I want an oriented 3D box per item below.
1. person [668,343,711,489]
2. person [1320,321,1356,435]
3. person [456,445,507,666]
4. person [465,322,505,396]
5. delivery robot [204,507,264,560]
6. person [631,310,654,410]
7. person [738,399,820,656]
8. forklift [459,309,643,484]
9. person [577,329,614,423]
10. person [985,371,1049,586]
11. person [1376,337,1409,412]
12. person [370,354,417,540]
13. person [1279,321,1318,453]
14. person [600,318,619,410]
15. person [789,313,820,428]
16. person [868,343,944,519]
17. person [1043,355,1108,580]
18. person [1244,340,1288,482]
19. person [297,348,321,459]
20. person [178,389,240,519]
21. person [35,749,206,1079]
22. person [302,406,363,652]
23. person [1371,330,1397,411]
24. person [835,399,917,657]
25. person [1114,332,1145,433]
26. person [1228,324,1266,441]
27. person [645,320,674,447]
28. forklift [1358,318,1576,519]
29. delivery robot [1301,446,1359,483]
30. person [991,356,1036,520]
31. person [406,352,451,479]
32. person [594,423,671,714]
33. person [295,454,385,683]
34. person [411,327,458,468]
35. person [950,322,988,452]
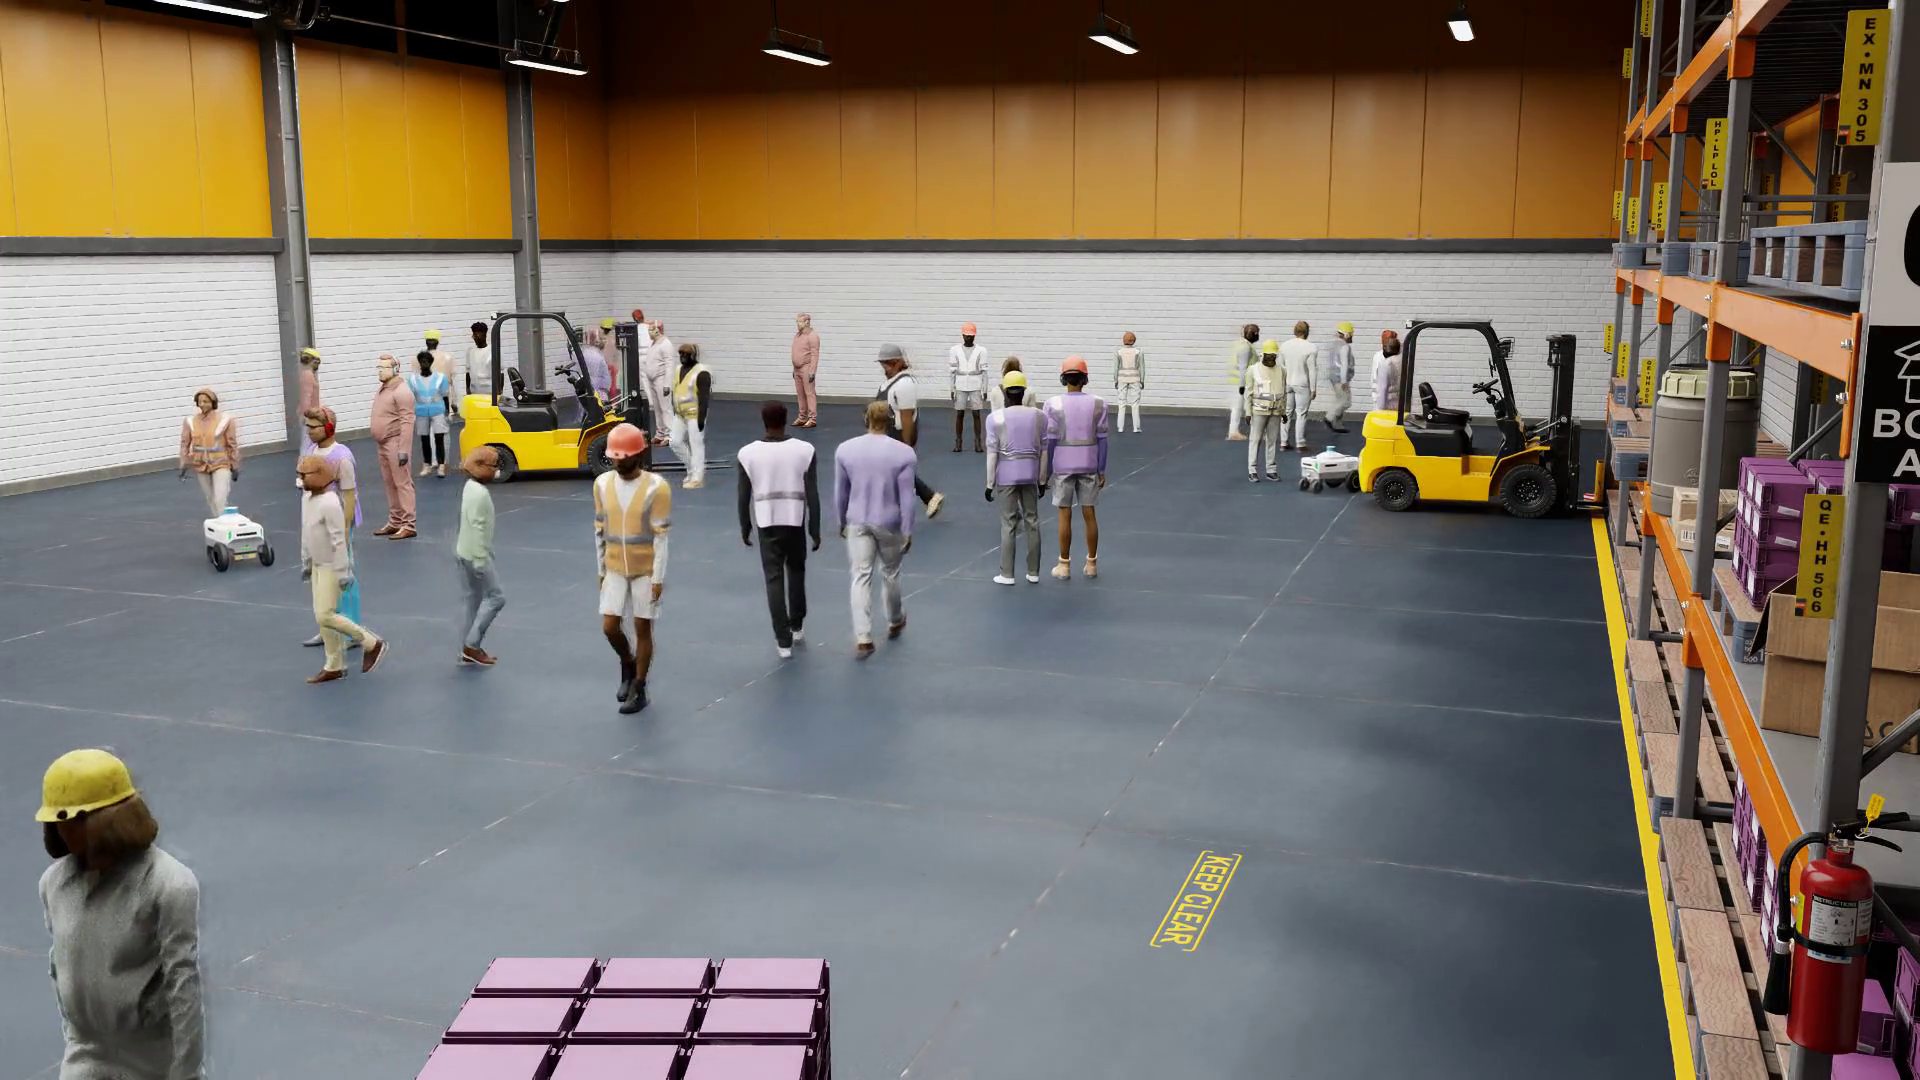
[{"bbox_3d":[-3.351,-1.537,20.669,0.663,1.827,0.453,9,14,43],"label":"person"},{"bbox_3d":[6.059,-2.570,26.506,0.484,1.818,0.621,0,10,-2],"label":"person"},{"bbox_3d":[-3.439,0.120,11.916,0.374,1.609,0.533,-4,11,-20],"label":"person"},{"bbox_3d":[-6.694,-2.088,23.389,0.616,1.962,0.361,3,11,18],"label":"person"},{"bbox_3d":[-6.873,-0.070,15.735,0.477,0.478,0.707,-9,14,-41],"label":"delivery robot"},{"bbox_3d":[-5.884,-3.338,30.781,0.604,1.837,0.847,-6,12,-31],"label":"person"},{"bbox_3d":[-1.366,-0.121,12.527,0.596,1.881,0.887,-2,10,-9],"label":"person"},{"bbox_3d":[-5.354,-1.902,21.697,2.313,2.155,1.214,-2,10,-13],"label":"forklift"},{"bbox_3d":[-5.097,-2.029,23.372,0.992,1.860,0.650,-4,11,-23],"label":"person"},{"bbox_3d":[0.497,-0.546,14.847,0.588,1.916,0.392,-3,11,-17],"label":"person"},{"bbox_3d":[5.666,-1.738,21.828,0.640,1.831,0.435,-7,12,-33],"label":"person"},{"bbox_3d":[-5.886,-0.967,17.228,0.409,1.913,0.647,-9,14,-42],"label":"person"},{"bbox_3d":[4.943,-2.237,24.339,0.636,1.932,0.372,10,14,44],"label":"person"},{"bbox_3d":[-6.479,-3.179,30.268,0.595,1.699,0.838,1,10,8],"label":"person"},{"bbox_3d":[-2.603,-2.823,27.686,0.410,1.912,0.643,-8,13,-37],"label":"person"},{"bbox_3d":[-0.585,-1.146,17.875,0.842,2.000,0.698,-3,10,-14],"label":"person"},{"bbox_3d":[1.031,-0.655,15.124,0.609,2.035,0.403,-2,10,-11],"label":"person"},{"bbox_3d":[3.937,-1.654,21.329,0.601,1.827,0.404,-3,10,-16],"label":"person"},{"bbox_3d":[-8.257,-1.560,21.106,0.383,1.719,0.697,-4,11,-21],"label":"person"},{"bbox_3d":[-7.457,-0.678,16.475,0.529,1.606,0.782,0,10,1],"label":"person"},{"bbox_3d":[-2.248,1.373,4.606,0.493,1.715,0.765,2,10,9],"label":"person"},{"bbox_3d":[-4.704,-0.087,12.464,0.567,1.845,0.389,8,13,39],"label":"person"},{"bbox_3d":[5.780,-1.906,22.594,0.356,1.886,0.572,-2,10,-14],"label":"person"},{"bbox_3d":[-0.626,-0.113,12.502,0.649,1.887,1.013,1,10,7],"label":"person"},{"bbox_3d":[2.733,-2.537,26.844,0.511,1.638,0.307,2,10,14],"label":"person"},{"bbox_3d":[4.559,-2.430,25.730,0.834,1.806,0.643,1,10,6],"label":"person"},{"bbox_3d":[-4.547,-2.363,25.118,0.399,1.905,0.642,-6,12,-32],"label":"person"},{"bbox_3d":[5.787,-1.437,19.079,2.313,2.155,1.214,3,11,19],"label":"forklift"},{"bbox_3d":[4.554,-0.912,20.454,0.707,0.478,0.477,-4,10,-25],"label":"delivery robot"},{"bbox_3d":[0.584,-1.082,18.103,0.534,1.831,0.535,2,10,12],"label":"person"},{"bbox_3d":[-6.919,-1.619,21.635,0.551,1.654,0.708,-2,10,-11],"label":"person"},{"bbox_3d":[-2.118,0.188,10.720,0.544,1.912,0.457,2,10,11],"label":"person"},{"bbox_3d":[-4.337,0.196,11.525,0.431,1.618,0.517,-8,13,-38],"label":"person"},{"bbox_3d":[-7.205,-1.953,22.807,0.600,1.937,0.427,-6,12,-32],"label":"person"},{"bbox_3d":[0.129,-2.222,24.290,0.558,1.924,0.422,1,10,5],"label":"person"}]
